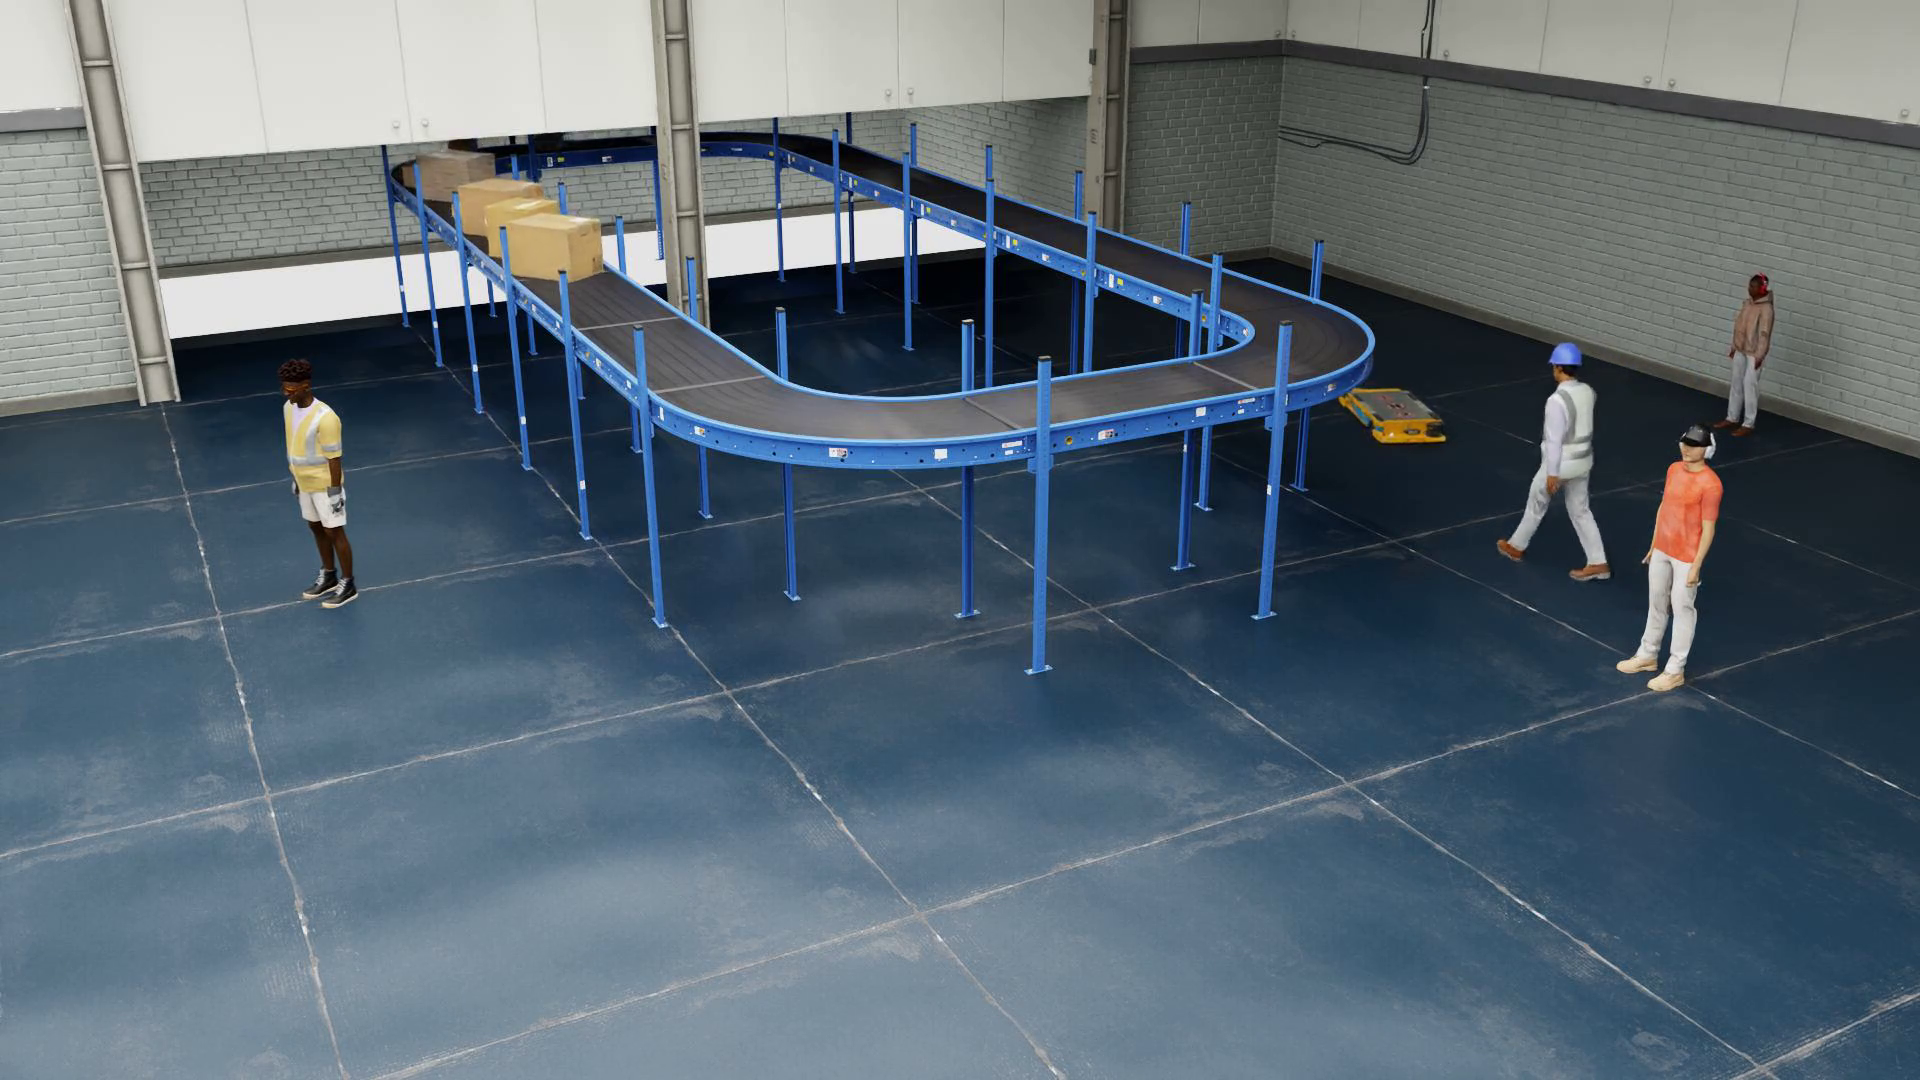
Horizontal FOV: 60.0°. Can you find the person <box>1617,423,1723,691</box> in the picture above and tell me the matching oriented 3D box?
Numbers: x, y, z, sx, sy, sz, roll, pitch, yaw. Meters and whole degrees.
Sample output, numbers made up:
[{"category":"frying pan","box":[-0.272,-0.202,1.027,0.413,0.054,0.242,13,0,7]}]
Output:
[{"category":"person","box":[4.917,0.108,11.423,0.373,1.913,0.476,-8,23,-19]}]

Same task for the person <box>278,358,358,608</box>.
[{"category":"person","box":[-4.921,-0.447,12.734,0.600,1.958,0.372,16,27,35]}]

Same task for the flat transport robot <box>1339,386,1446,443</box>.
[{"category":"flat transport robot","box":[4.426,-1.293,17.072,0.659,0.231,1.431,-2,22,-4]}]

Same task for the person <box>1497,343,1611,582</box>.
[{"category":"person","box":[4.844,-0.615,13.261,0.670,1.881,0.992,-15,26,-33]}]

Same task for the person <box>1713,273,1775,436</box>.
[{"category":"person","box":[7.910,-1.860,16.639,0.311,1.647,0.476,-4,22,-10]}]
